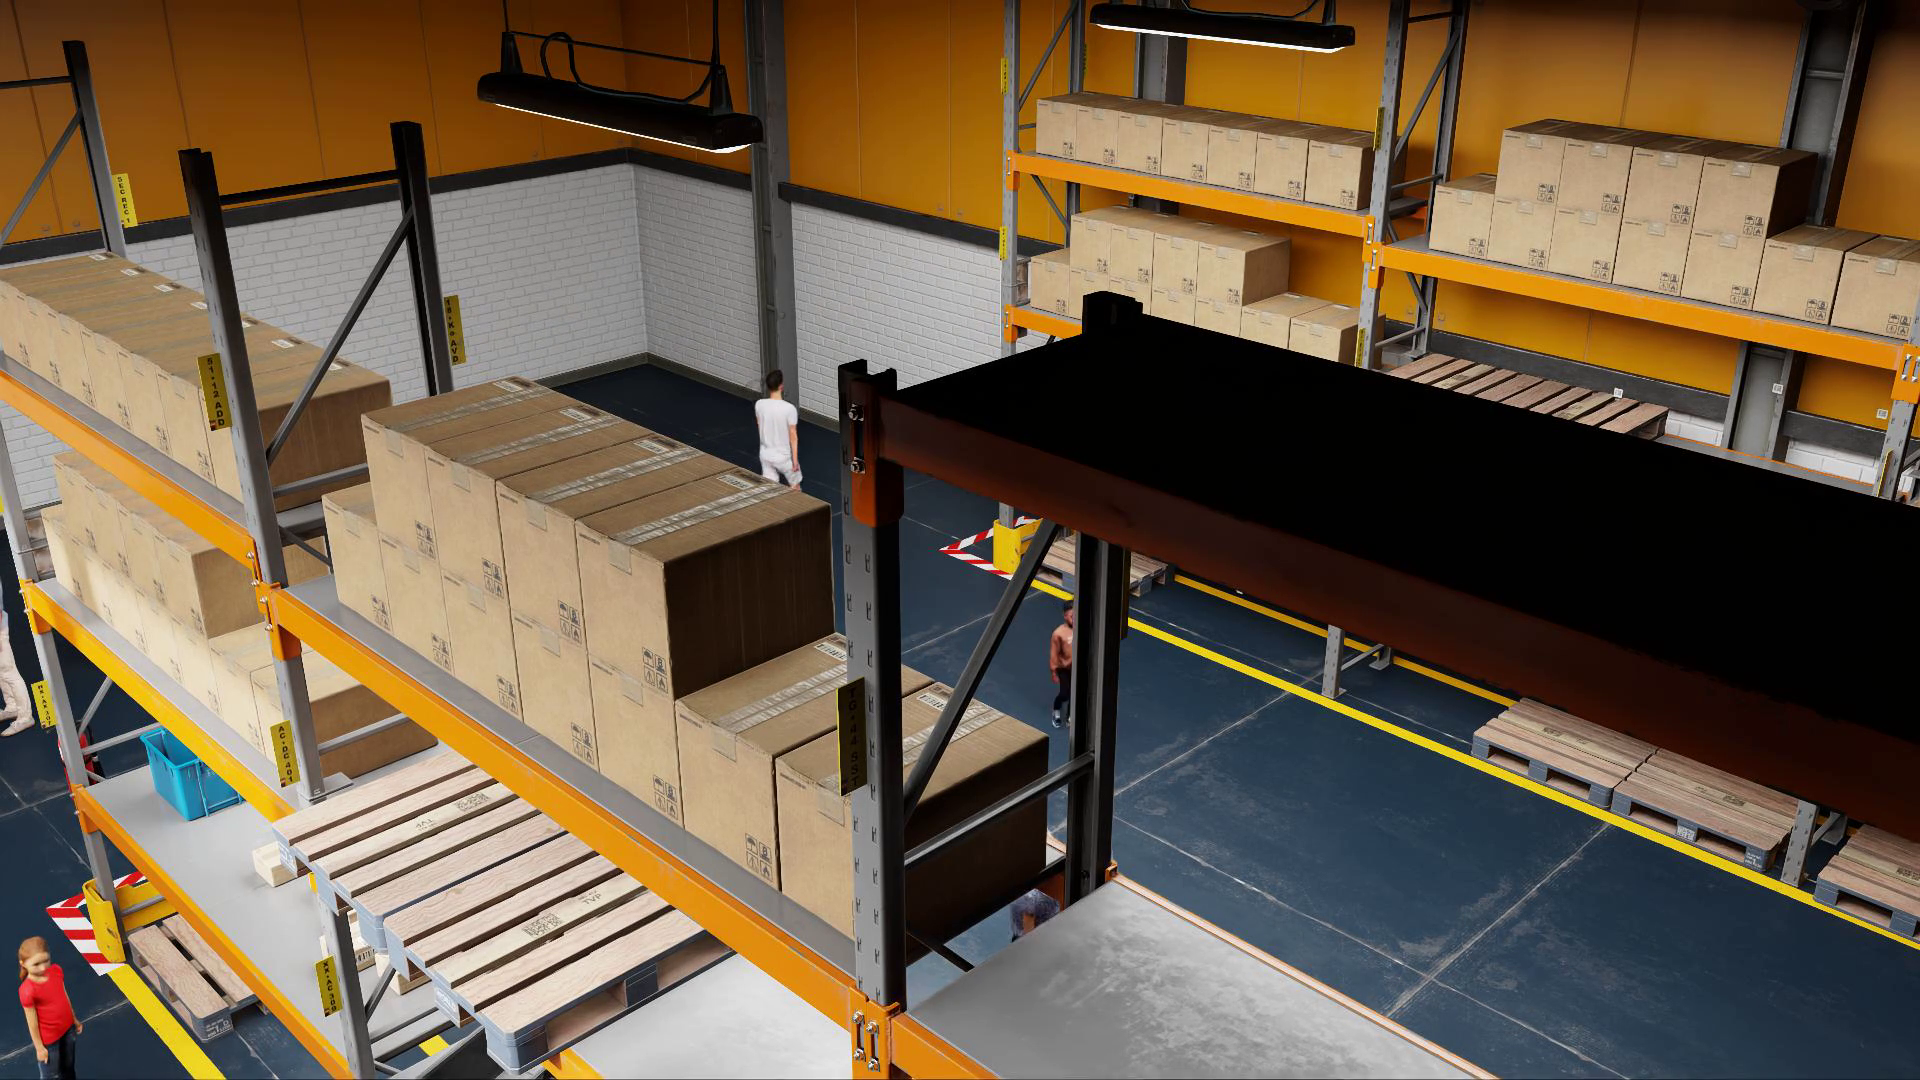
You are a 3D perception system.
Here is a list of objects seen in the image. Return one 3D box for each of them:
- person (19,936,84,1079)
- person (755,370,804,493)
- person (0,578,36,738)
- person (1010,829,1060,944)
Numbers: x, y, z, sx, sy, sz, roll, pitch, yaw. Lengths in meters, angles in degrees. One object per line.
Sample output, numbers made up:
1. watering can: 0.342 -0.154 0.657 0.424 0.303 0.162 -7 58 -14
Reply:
1. person: -5.354 2.894 9.796 0.598 1.310 0.556 5 24 11
2. person: -1.995 -0.882 17.781 0.976 1.833 0.962 9 25 20
3. person: -8.173 0.747 14.034 0.486 1.848 0.704 21 31 39
4. person: 0.560 2.521 10.185 1.149 1.680 0.712 16 28 33
